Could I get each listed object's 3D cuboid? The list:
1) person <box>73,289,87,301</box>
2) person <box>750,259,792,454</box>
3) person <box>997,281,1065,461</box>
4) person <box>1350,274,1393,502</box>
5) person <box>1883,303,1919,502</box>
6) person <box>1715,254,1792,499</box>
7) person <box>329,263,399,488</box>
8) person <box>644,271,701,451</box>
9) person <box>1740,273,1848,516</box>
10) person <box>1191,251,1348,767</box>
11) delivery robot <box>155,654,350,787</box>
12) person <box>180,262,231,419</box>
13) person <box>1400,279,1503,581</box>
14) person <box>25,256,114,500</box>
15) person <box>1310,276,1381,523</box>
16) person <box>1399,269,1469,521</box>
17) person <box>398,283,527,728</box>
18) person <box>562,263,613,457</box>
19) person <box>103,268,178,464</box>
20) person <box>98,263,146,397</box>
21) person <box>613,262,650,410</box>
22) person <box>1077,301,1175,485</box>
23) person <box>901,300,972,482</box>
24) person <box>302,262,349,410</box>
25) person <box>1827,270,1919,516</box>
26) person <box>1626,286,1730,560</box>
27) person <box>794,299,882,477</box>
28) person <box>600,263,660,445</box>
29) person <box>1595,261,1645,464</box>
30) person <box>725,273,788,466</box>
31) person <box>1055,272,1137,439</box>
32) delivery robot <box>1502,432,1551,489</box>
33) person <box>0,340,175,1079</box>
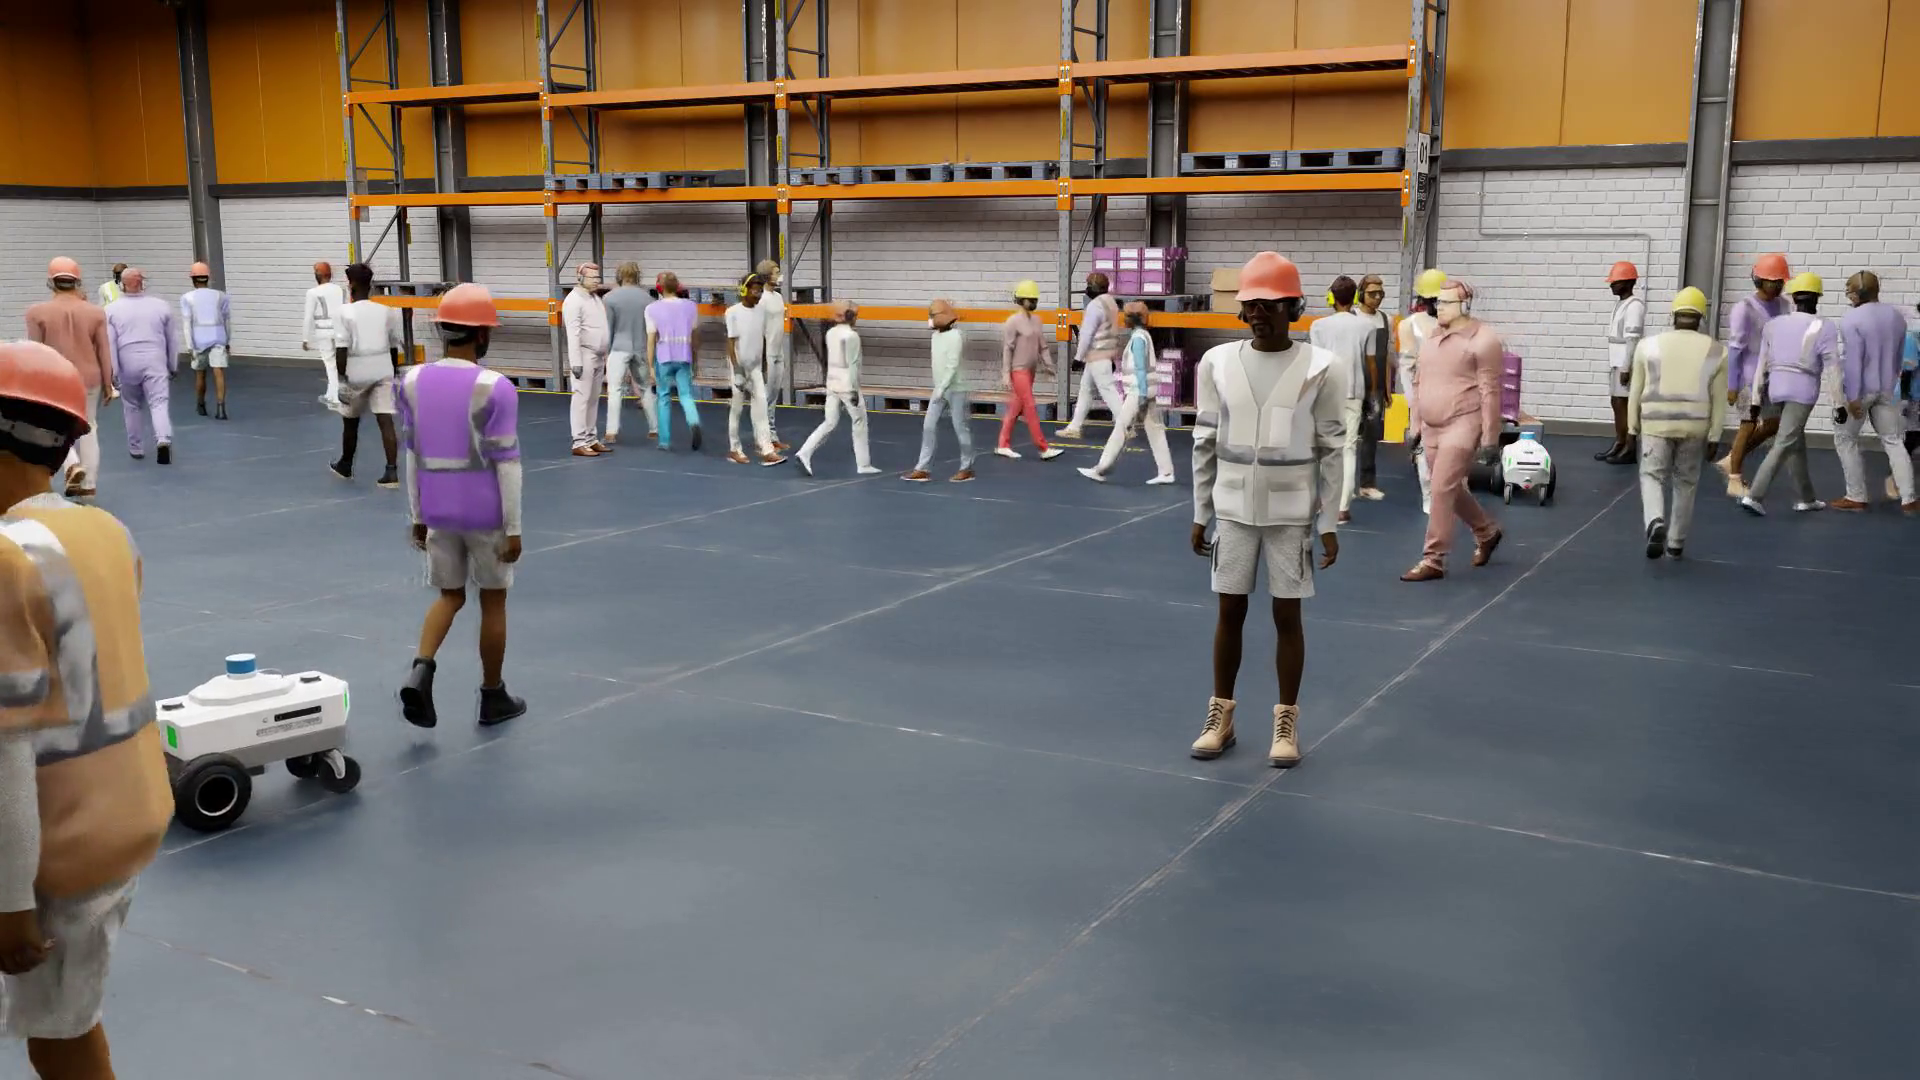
[{"bbox_3d":[-13.871,-3.362,26.005,0.319,1.697,0.533,4,11,21],"label":"person"},{"bbox_3d":[-1.912,-1.828,16.636,0.370,1.940,0.631,3,10,16],"label":"person"},{"bbox_3d":[0.700,-1.623,16.070,0.883,1.722,0.541,7,12,33],"label":"person"},{"bbox_3d":[3.281,-1.229,13.509,0.514,1.842,0.327,-4,11,-21],"label":"person"},{"bbox_3d":[7.735,-1.122,13.373,0.601,1.679,0.366,-2,10,-14],"label":"person"},{"bbox_3d":[6.498,-1.338,13.693,0.643,2.007,0.685,-5,11,-26],"label":"person"},{"bbox_3d":[-5.150,-1.417,14.369,0.634,1.909,1.005,-10,14,-44],"label":"person"},{"bbox_3d":[-2.857,-1.777,16.664,0.571,1.828,0.703,-5,11,-28],"label":"person"},{"bbox_3d":[6.407,-1.110,12.802,0.981,1.877,0.634,-4,11,-22],"label":"person"},{"bbox_3d":[1.209,-0.111,6.616,0.607,2.045,0.390,4,11,24],"label":"person"},{"bbox_3d":[-2.647,0.666,6.165,0.477,0.478,0.707,9,13,41],"label":"delivery robot"},{"bbox_3d":[-9.066,-2.396,20.045,0.552,1.884,1.022,-6,12,-30],"label":"person"},{"bbox_3d":[3.139,-0.700,10.457,0.904,1.876,0.656,-5,11,-26],"label":"person"},{"bbox_3d":[-7.158,-1.285,13.430,0.630,1.983,0.542,-9,13,-40],"label":"person"},{"bbox_3d":[2.919,-1.068,12.622,0.559,1.837,0.758,2,10,13],"label":"person"},{"bbox_3d":[3.612,-1.075,12.499,0.622,1.889,0.677,-1,10,-8],"label":"person"},{"bbox_3d":[-2.107,-0.115,7.006,0.560,1.918,0.611,3,10,16],"label":"person"},{"bbox_3d":[-3.669,-1.788,16.506,0.400,1.905,0.644,2,10,12],"label":"person"},{"bbox_3d":[-7.832,-1.668,15.943,0.642,1.872,0.917,-6,12,-30],"label":"person"},{"bbox_3d":[-11.498,-2.884,22.911,0.619,1.837,0.430,-7,12,-34],"label":"person"},{"bbox_3d":[-4.196,-2.606,21.211,0.833,1.877,0.650,7,12,33],"label":"person"},{"bbox_3d":[1.474,-1.258,14.367,0.864,1.586,0.545,2,10,13],"label":"person"},{"bbox_3d":[-0.193,-1.280,14.482,0.779,1.591,0.492,-7,12,-34],"label":"person"},{"bbox_3d":[-8.068,-2.575,21.065,0.777,1.861,0.609,7,12,34],"label":"person"},{"bbox_3d":[7.104,-1.126,12.840,0.718,1.891,0.605,-2,10,-12],"label":"person"},{"bbox_3d":[4.642,-0.731,10.778,0.602,1.811,0.653,4,11,19],"label":"person"},{"bbox_3d":[-1.109,-1.363,14.962,0.792,1.607,0.521,-7,12,-35],"label":"person"},{"bbox_3d":[-3.476,-1.962,17.582,0.802,1.889,0.562,-8,13,-38],"label":"person"},{"bbox_3d":[6.310,-1.690,15.892,0.397,1.927,0.549,1,10,6],"label":"person"},{"bbox_3d":[-1.940,-1.590,15.634,0.528,1.811,0.932,-8,13,-39],"label":"person"},{"bbox_3d":[1.488,-1.947,17.732,0.949,1.803,0.633,3,11,19],"label":"person"},{"bbox_3d":[4.608,-0.636,13.538,0.477,0.478,0.707,3,10,15],"label":"delivery robot"},{"bbox_3d":[-1.771,0.577,3.169,0.504,1.894,0.556,-2,10,-9],"label":"person"}]
